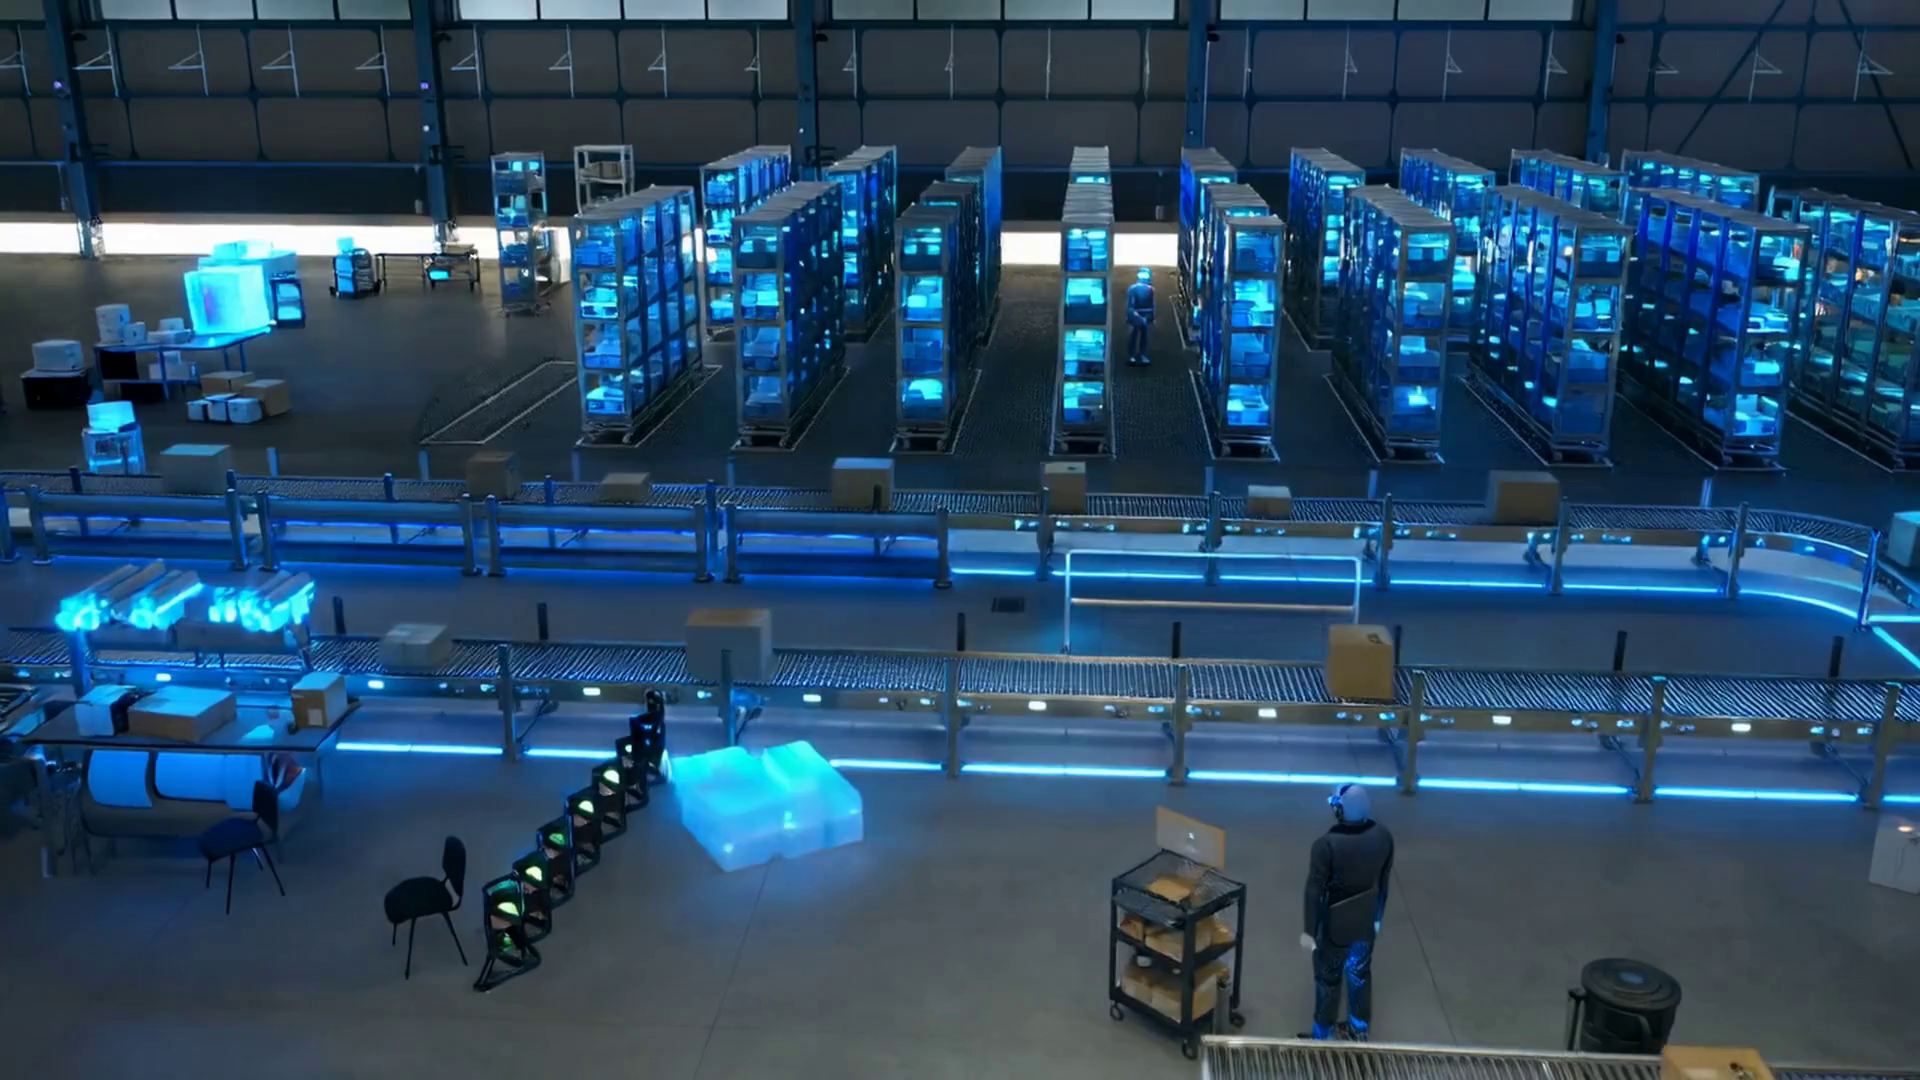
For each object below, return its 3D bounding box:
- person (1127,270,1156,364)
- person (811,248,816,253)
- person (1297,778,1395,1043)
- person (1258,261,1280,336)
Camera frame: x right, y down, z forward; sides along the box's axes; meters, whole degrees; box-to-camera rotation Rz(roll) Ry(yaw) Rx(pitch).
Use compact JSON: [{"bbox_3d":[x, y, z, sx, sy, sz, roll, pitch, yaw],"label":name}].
[{"bbox_3d":[3.532,-4.350,32.380,0.592,1.822,0.404,-4,18,-11],"label":"person"},{"bbox_3d":[-3.501,-6.718,39.861,0.374,1.840,0.570,-2,18,-6],"label":"person"},{"bbox_3d":[2.466,2.436,10.738,0.634,1.900,0.399,-10,20,-28],"label":"person"},{"bbox_3d":[6.459,-5.275,35.056,0.615,1.976,0.565,-1,18,-3],"label":"person"}]
